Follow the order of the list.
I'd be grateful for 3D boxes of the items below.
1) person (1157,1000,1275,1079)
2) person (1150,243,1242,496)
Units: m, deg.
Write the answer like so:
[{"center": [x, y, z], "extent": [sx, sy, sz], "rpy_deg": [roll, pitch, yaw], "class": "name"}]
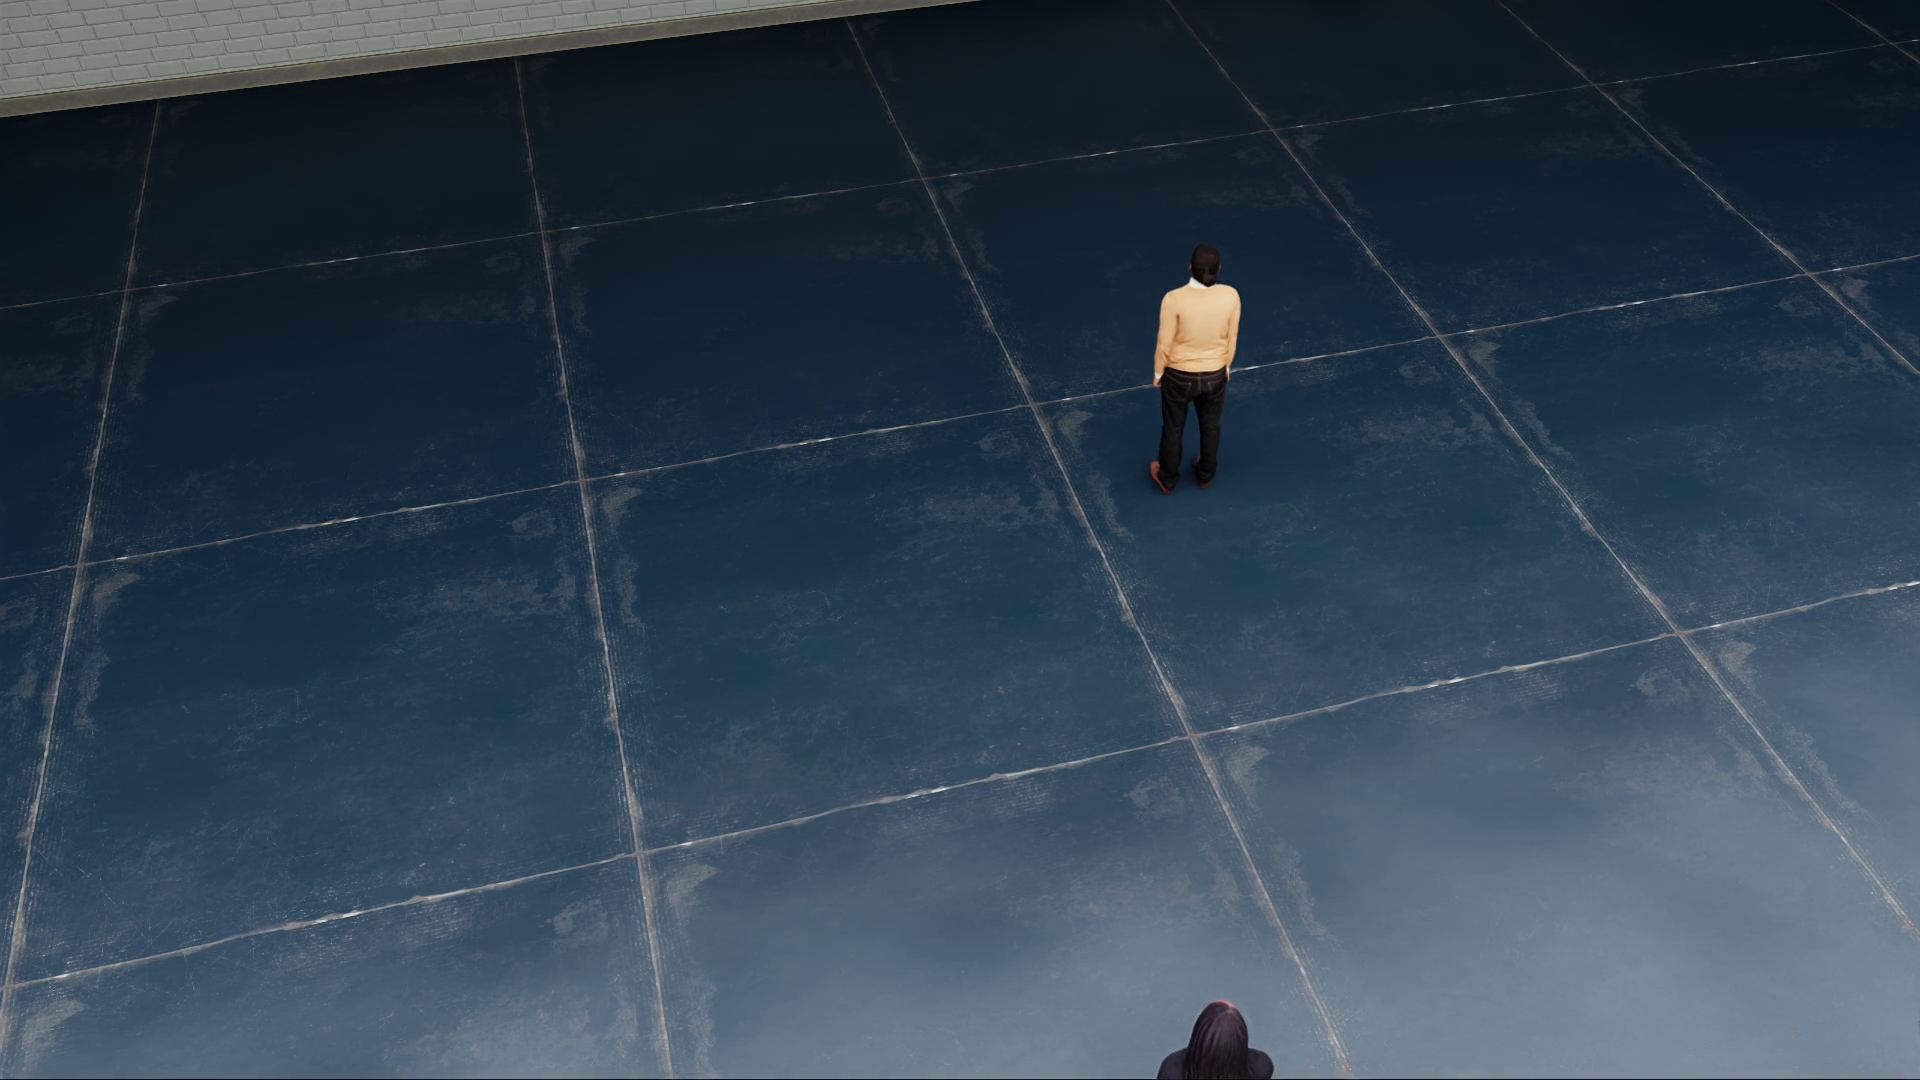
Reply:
[{"center": [0.946, 2.311, 6.446], "extent": [0.645, 1.728, 0.631], "rpy_deg": [-4, 43, -5], "class": "person"}, {"center": [1.404, -1.011, 9.985], "extent": [0.675, 1.754, 0.621], "rpy_deg": [-6, 43, -6], "class": "person"}]
